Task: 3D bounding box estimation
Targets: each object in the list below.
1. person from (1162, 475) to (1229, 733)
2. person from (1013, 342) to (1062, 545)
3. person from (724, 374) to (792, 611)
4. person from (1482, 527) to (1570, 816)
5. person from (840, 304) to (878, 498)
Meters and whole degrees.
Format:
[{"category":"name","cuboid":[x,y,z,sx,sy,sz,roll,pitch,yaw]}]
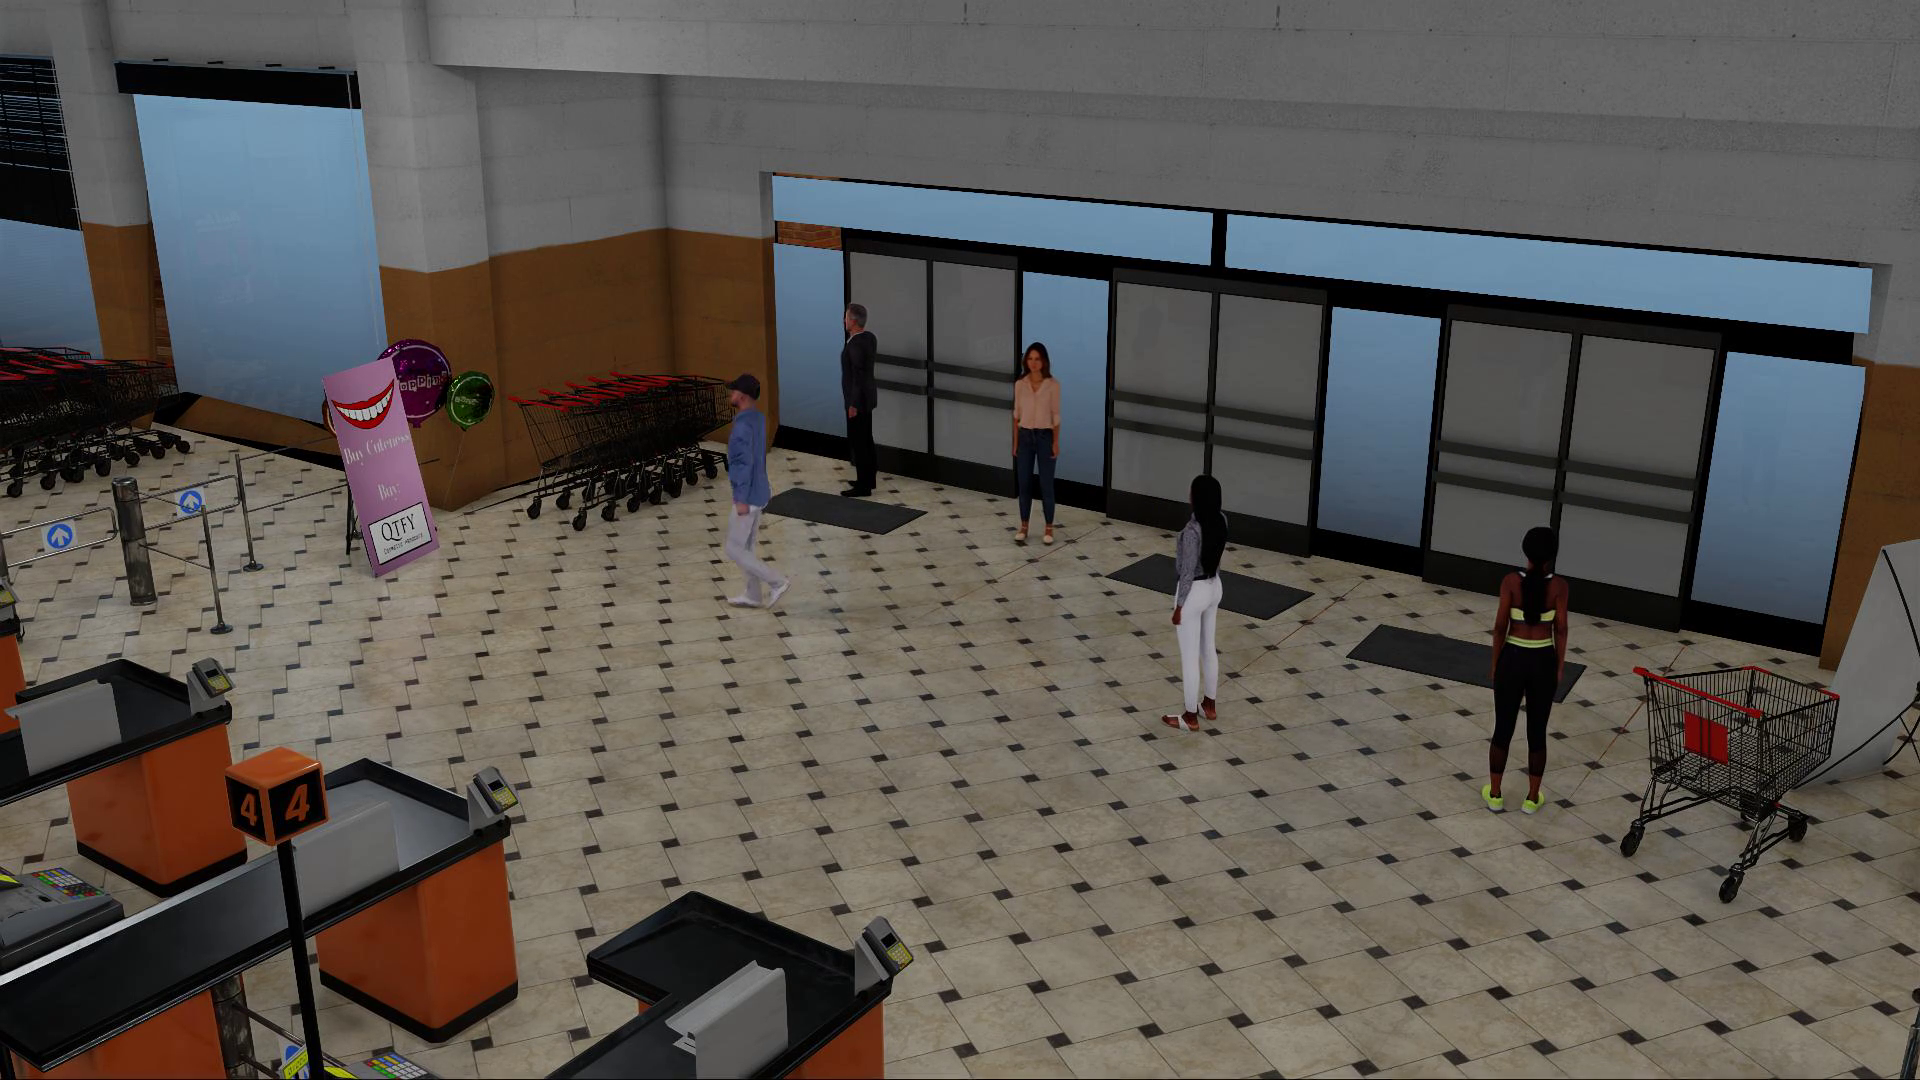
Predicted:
[{"category":"person","cuboid":[1.554,0.395,10.827,0.674,1.725,0.490,16,24,39]},{"category":"person","cuboid":[0.669,-0.841,14.394,0.645,1.787,0.629,6,19,16]},{"category":"person","cuboid":[-1.553,-0.341,12.768,0.891,1.879,0.860,3,19,9]},{"category":"person","cuboid":[3.304,0.760,9.694,0.622,1.755,0.615,5,19,15]},{"category":"person","cuboid":[-0.960,-1.338,15.787,0.867,1.839,0.699,3,19,10]}]
